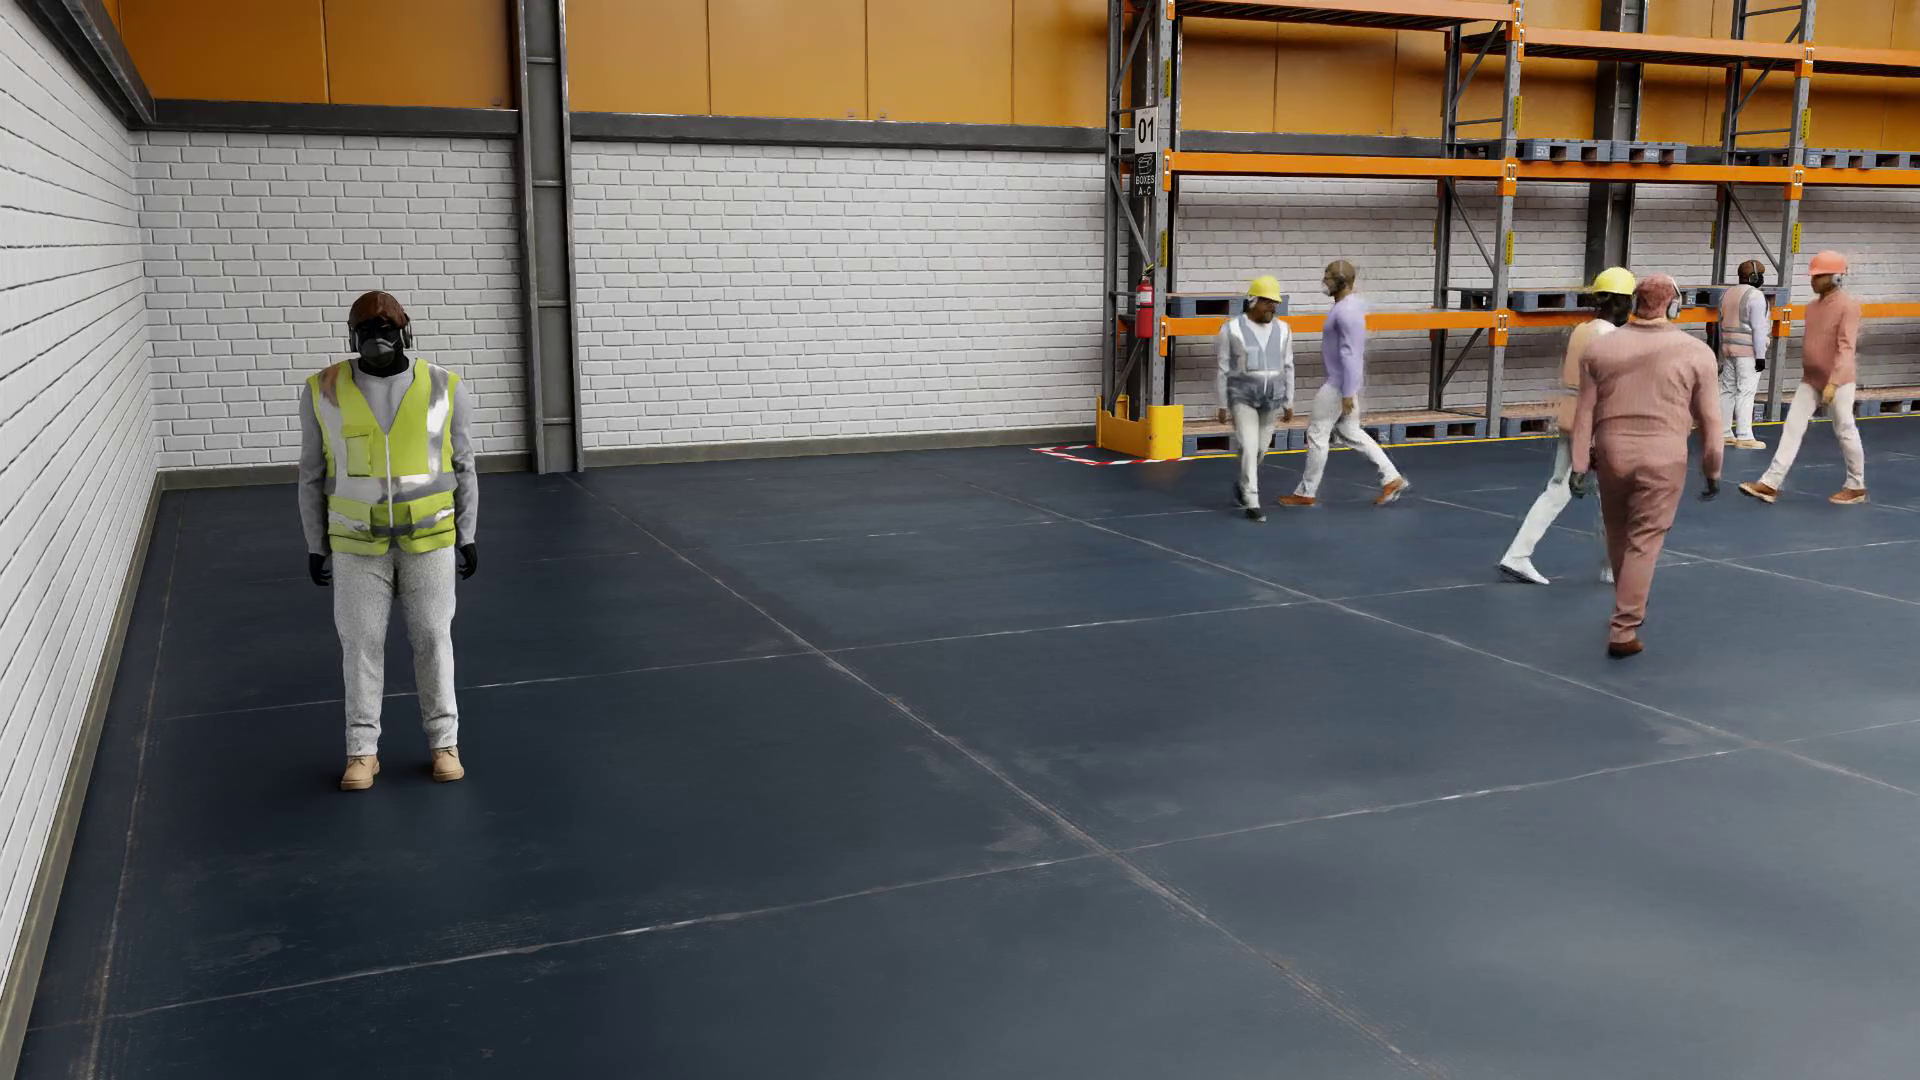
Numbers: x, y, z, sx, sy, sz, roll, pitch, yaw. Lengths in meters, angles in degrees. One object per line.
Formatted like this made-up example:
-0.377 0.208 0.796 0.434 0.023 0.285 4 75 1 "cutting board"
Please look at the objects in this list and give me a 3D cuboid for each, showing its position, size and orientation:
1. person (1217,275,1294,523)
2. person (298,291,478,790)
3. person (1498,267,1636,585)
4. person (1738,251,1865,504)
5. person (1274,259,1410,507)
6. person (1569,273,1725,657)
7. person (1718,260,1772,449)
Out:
2.179 -1.066 12.325 0.587 1.788 0.897 -2 10 -11 "person"
-2.111 0.005 6.187 0.633 1.842 0.429 -3 11 -18 "person"
3.660 -0.656 9.789 0.909 1.884 0.587 -2 10 -13 "person"
6.594 -1.226 12.758 1.020 1.940 0.622 -2 10 -11 "person"
2.942 -1.172 12.595 0.964 1.905 0.642 2 10 12 "person"
3.453 -0.387 8.311 0.678 1.853 0.985 8 13 38 "person"
7.717 -1.820 16.355 0.429 1.845 0.621 -2 10 -10 "person"
